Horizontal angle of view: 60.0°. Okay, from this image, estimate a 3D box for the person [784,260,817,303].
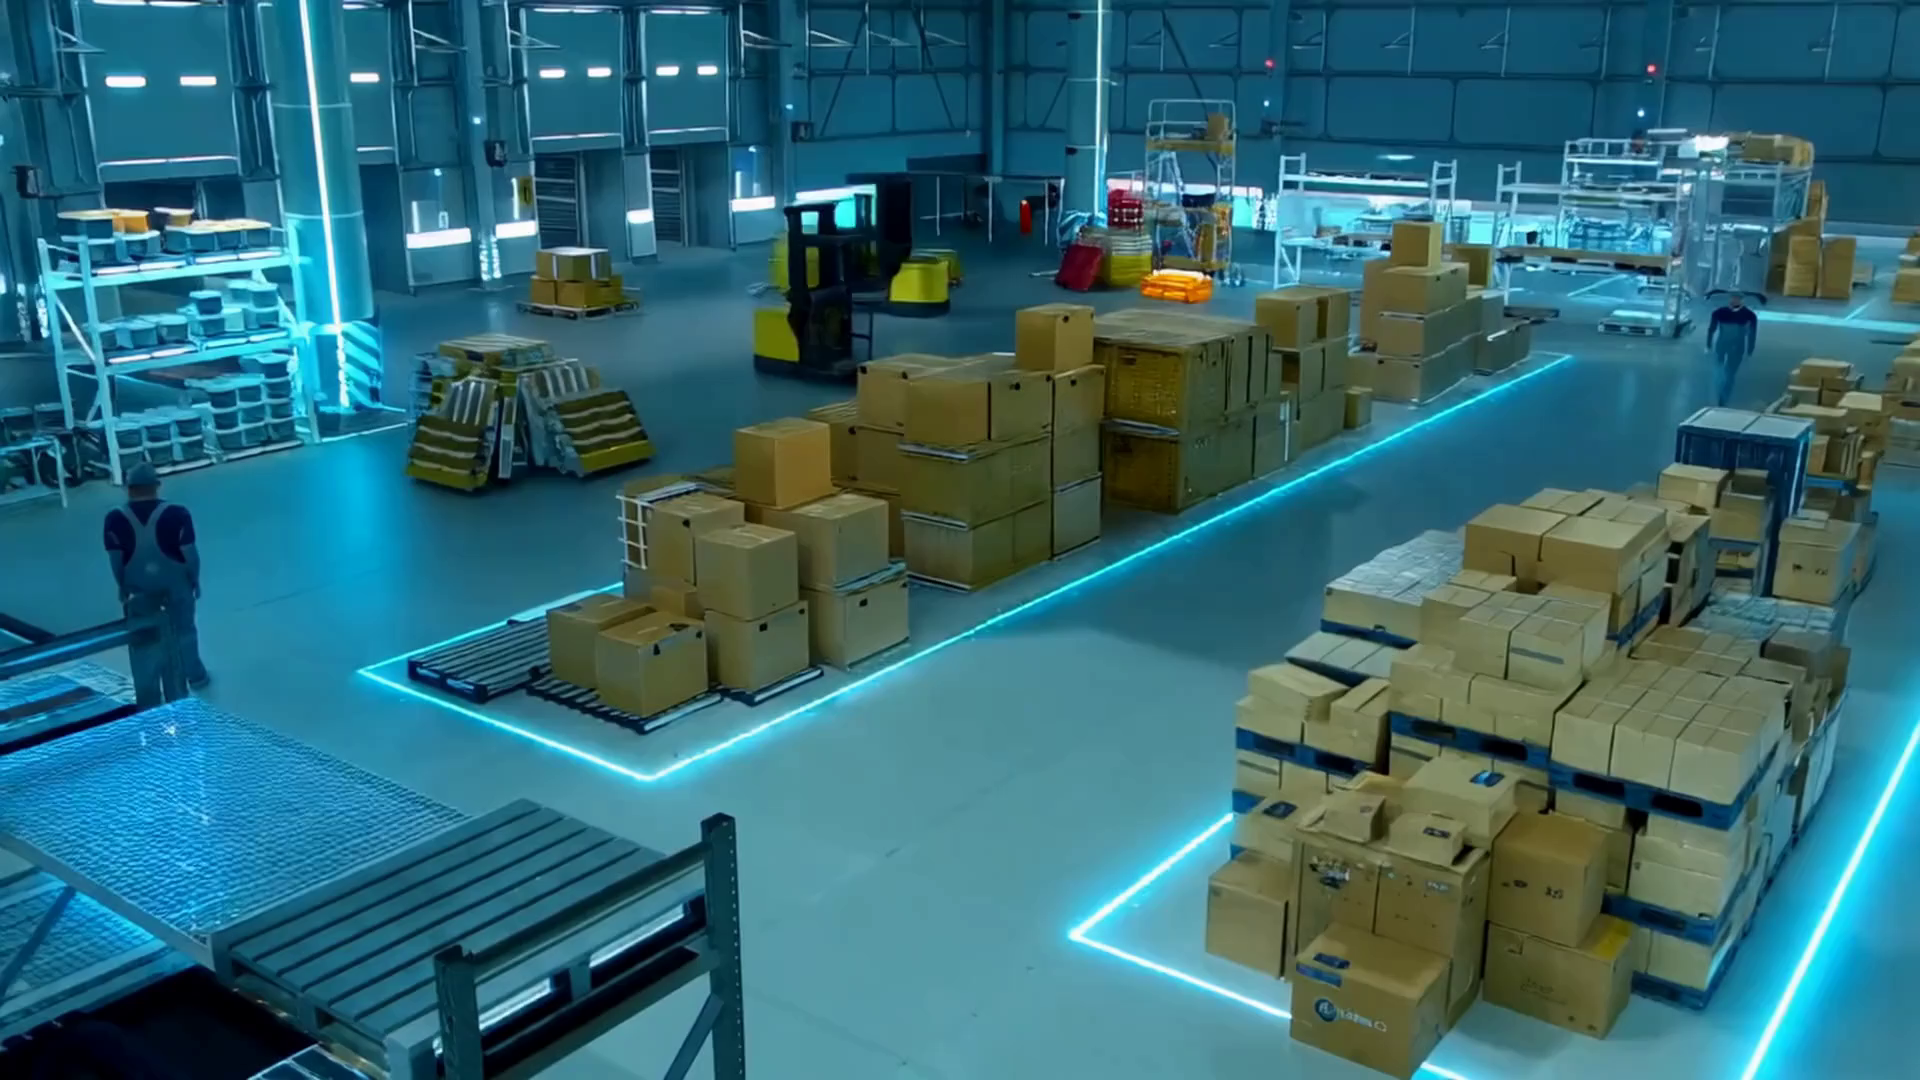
[{"bbox_3d":[-2.839,-4.310,29.675,0.632,1.931,0.382,-9,19,-27],"label":"person"}]

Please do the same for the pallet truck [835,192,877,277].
[{"bbox_3d":[-1.936,-7.159,38.982,1.885,1.965,0.823,-12,21,-34],"label":"pallet truck"}]

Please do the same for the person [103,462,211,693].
[{"bbox_3d":[-6.810,0.322,14.136,0.685,2.000,0.535,-4,17,-14],"label":"person"}]

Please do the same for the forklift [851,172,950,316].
[{"bbox_3d":[-1.201,-6.008,33.669,1.873,2.768,1.129,3,17,10],"label":"forklift"}]

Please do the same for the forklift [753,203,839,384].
[{"bbox_3d":[-2.446,-4.120,27.416,1.873,2.768,1.129,12,21,35],"label":"forklift"}]

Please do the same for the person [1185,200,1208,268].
[{"bbox_3d":[5.766,-7.453,40.516,0.568,1.662,0.378,2,17,7],"label":"person"}]

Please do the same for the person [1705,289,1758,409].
[{"bbox_3d":[11.438,-2.791,24.724,0.642,1.893,1.046,12,20,33],"label":"person"}]
